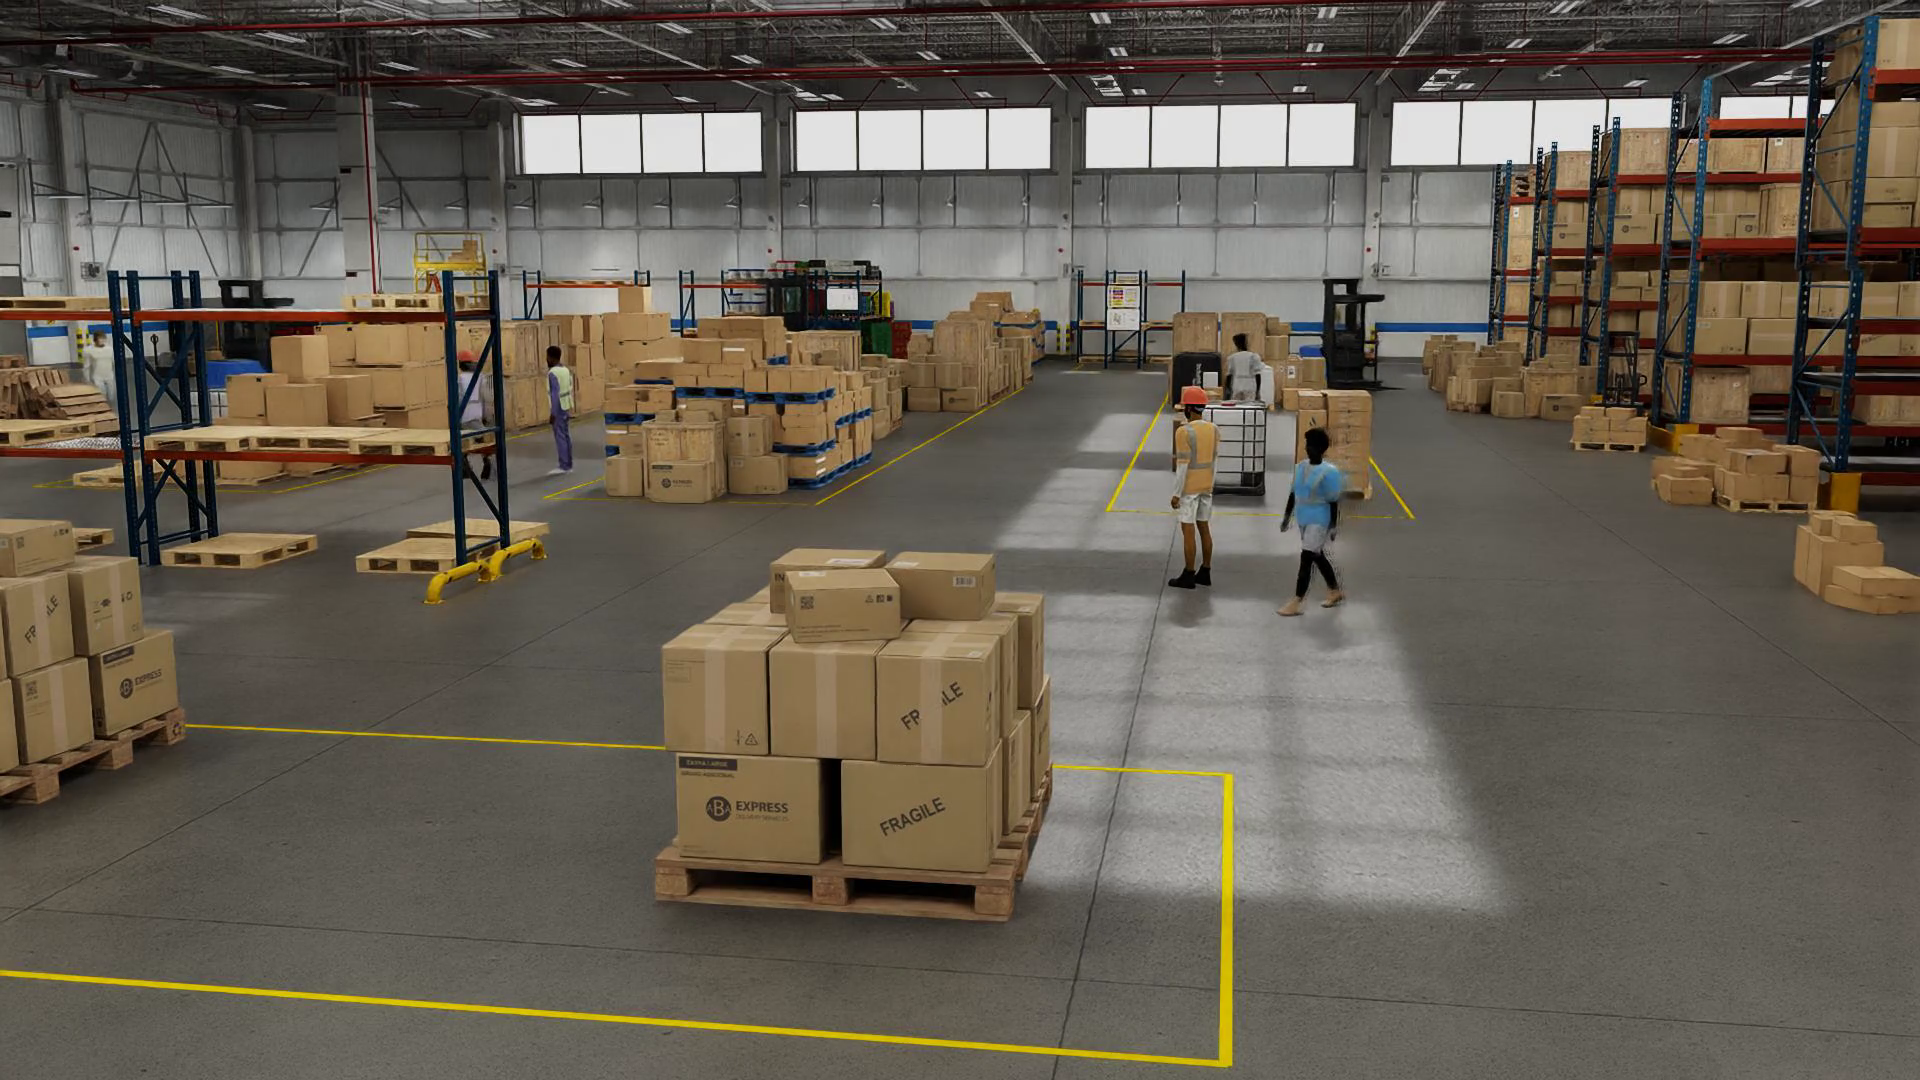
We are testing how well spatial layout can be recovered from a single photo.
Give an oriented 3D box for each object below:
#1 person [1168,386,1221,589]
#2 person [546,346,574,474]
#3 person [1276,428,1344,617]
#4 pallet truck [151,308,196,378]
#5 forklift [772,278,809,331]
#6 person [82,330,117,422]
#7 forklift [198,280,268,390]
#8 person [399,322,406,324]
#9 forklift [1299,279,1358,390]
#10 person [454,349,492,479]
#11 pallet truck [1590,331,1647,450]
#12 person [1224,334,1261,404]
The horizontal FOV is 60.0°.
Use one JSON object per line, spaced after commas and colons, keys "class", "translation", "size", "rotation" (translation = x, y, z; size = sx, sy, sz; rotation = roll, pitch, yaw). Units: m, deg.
{"class": "person", "translation": [2.227, -0.503, 15.916], "size": [0.548, 1.937, 0.358], "rotation": [-8, 12, -40]}
{"class": "person", "translation": [-5.967, -1.934, 24.801], "size": [0.371, 1.916, 0.597], "rotation": [1, 9, 4]}
{"class": "person", "translation": [3.154, -0.176, 14.734], "size": [0.855, 1.661, 0.527], "rotation": [-5, 10, -26]}
{"class": "pallet truck", "translation": [-21.869, -5.598, 47.154], "size": [0.823, 1.965, 1.885], "rotation": [4, 10, 26]}
{"class": "forklift", "translation": [-4.444, -5.516, 43.932], "size": [1.129, 2.768, 1.873], "rotation": [-6, 11, -32]}
{"class": "person", "translation": [-16.333, -3.041, 31.648], "size": [0.650, 1.912, 0.740], "rotation": [-9, 13, -43]}
{"class": "forklift", "translation": [-15.586, -4.263, 36.205], "size": [1.129, 2.768, 1.873], "rotation": [3, 10, 19]}
{"class": "person", "translation": [-15.226, -5.258, 45.451], "size": [0.348, 1.878, 0.579], "rotation": [1, 9, 3]}
{"class": "forklift", "translation": [9.612, -5.243, 42.248], "size": [1.129, 2.768, 1.873], "rotation": [-6, 11, -31]}
{"class": "person", "translation": [-7.089, -1.814, 24.102], "size": [0.550, 1.916, 0.869], "rotation": [-7, 11, -36]}
{"class": "pallet truck", "translation": [11.253, -2.573, 28.499], "size": [0.823, 1.965, 1.885], "rotation": [5, 10, 27]}
{"class": "person", "translation": [4.901, -2.595, 28.857], "size": [0.627, 1.938, 0.376], "rotation": [3, 10, 19]}
